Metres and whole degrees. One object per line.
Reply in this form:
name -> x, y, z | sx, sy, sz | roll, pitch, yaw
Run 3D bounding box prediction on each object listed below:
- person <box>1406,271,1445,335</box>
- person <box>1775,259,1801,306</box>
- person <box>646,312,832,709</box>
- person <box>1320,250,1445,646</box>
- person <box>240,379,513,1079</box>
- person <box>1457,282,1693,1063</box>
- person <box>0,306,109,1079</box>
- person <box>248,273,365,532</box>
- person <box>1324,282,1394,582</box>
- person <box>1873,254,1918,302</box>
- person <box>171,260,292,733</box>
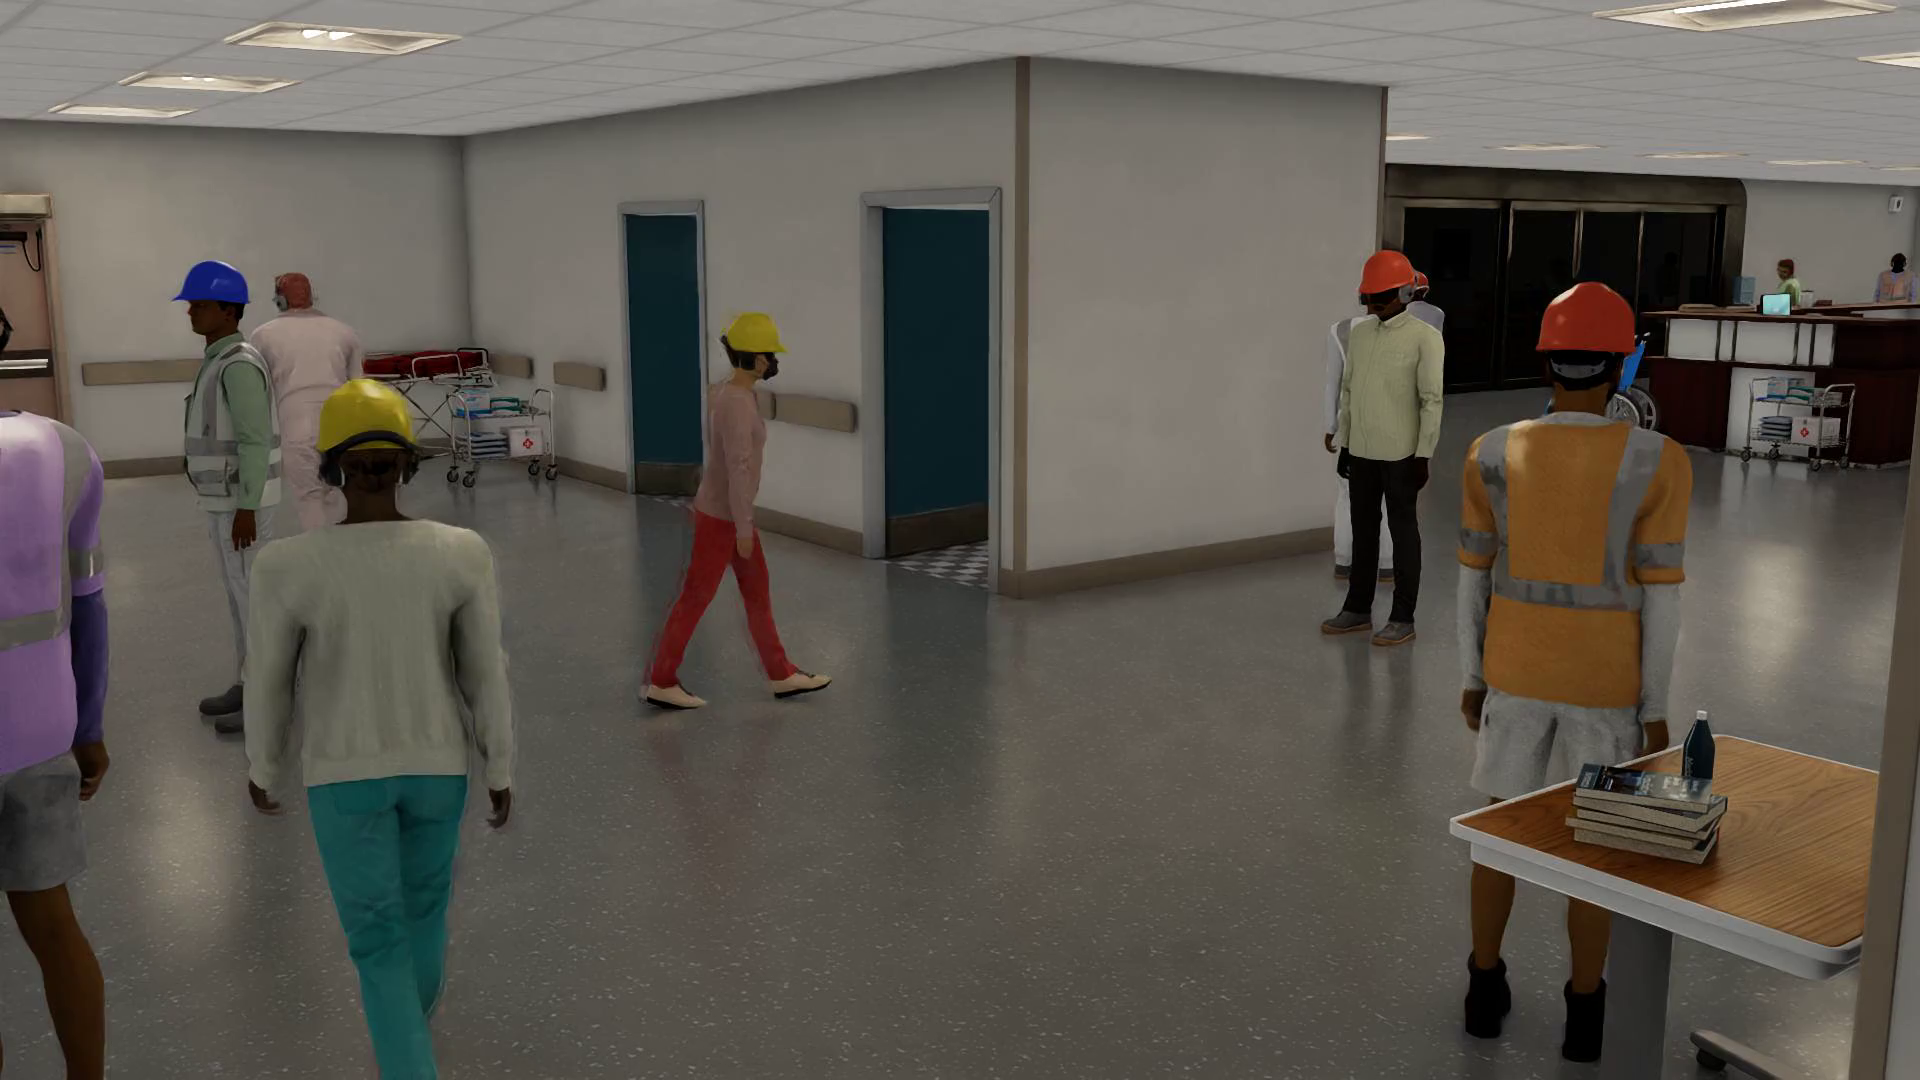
person -> 4.329, -1.680, 15.888 | 0.566, 1.755, 0.321 | -3, 11, -17
person -> 11.744, -3.086, 23.650 | 0.408, 1.802, 0.749 | 4, 11, 21
person -> -0.973, -0.113, 7.203 | 0.862, 1.724, 0.558 | -1, 10, -6
person -> 2.143, -0.462, 8.425 | 0.390, 1.986, 0.609 | -7, 12, -34
person -> -1.308, 0.507, 3.749 | 0.539, 1.718, 0.927 | -7, 13, -36
person -> 1.514, 0.329, 4.160 | 0.546, 1.930, 0.393 | 8, 13, 37
person -> -2.039, 0.409, 3.430 | 0.404, 2.030, 0.614 | 3, 11, 18
person -> -3.827, -0.643, 9.861 | 0.690, 1.858, 1.015 | -8, 13, -39
person -> 2.469, -0.679, 9.965 | 0.568, 1.878, 0.351 | 2, 10, 13
person -> 15.455, -3.802, 27.545 | 0.625, 1.844, 0.429 | 8, 13, 39
person -> -3.030, -0.182, 6.951 | 0.382, 1.949, 0.614 | -7, 12, -33
